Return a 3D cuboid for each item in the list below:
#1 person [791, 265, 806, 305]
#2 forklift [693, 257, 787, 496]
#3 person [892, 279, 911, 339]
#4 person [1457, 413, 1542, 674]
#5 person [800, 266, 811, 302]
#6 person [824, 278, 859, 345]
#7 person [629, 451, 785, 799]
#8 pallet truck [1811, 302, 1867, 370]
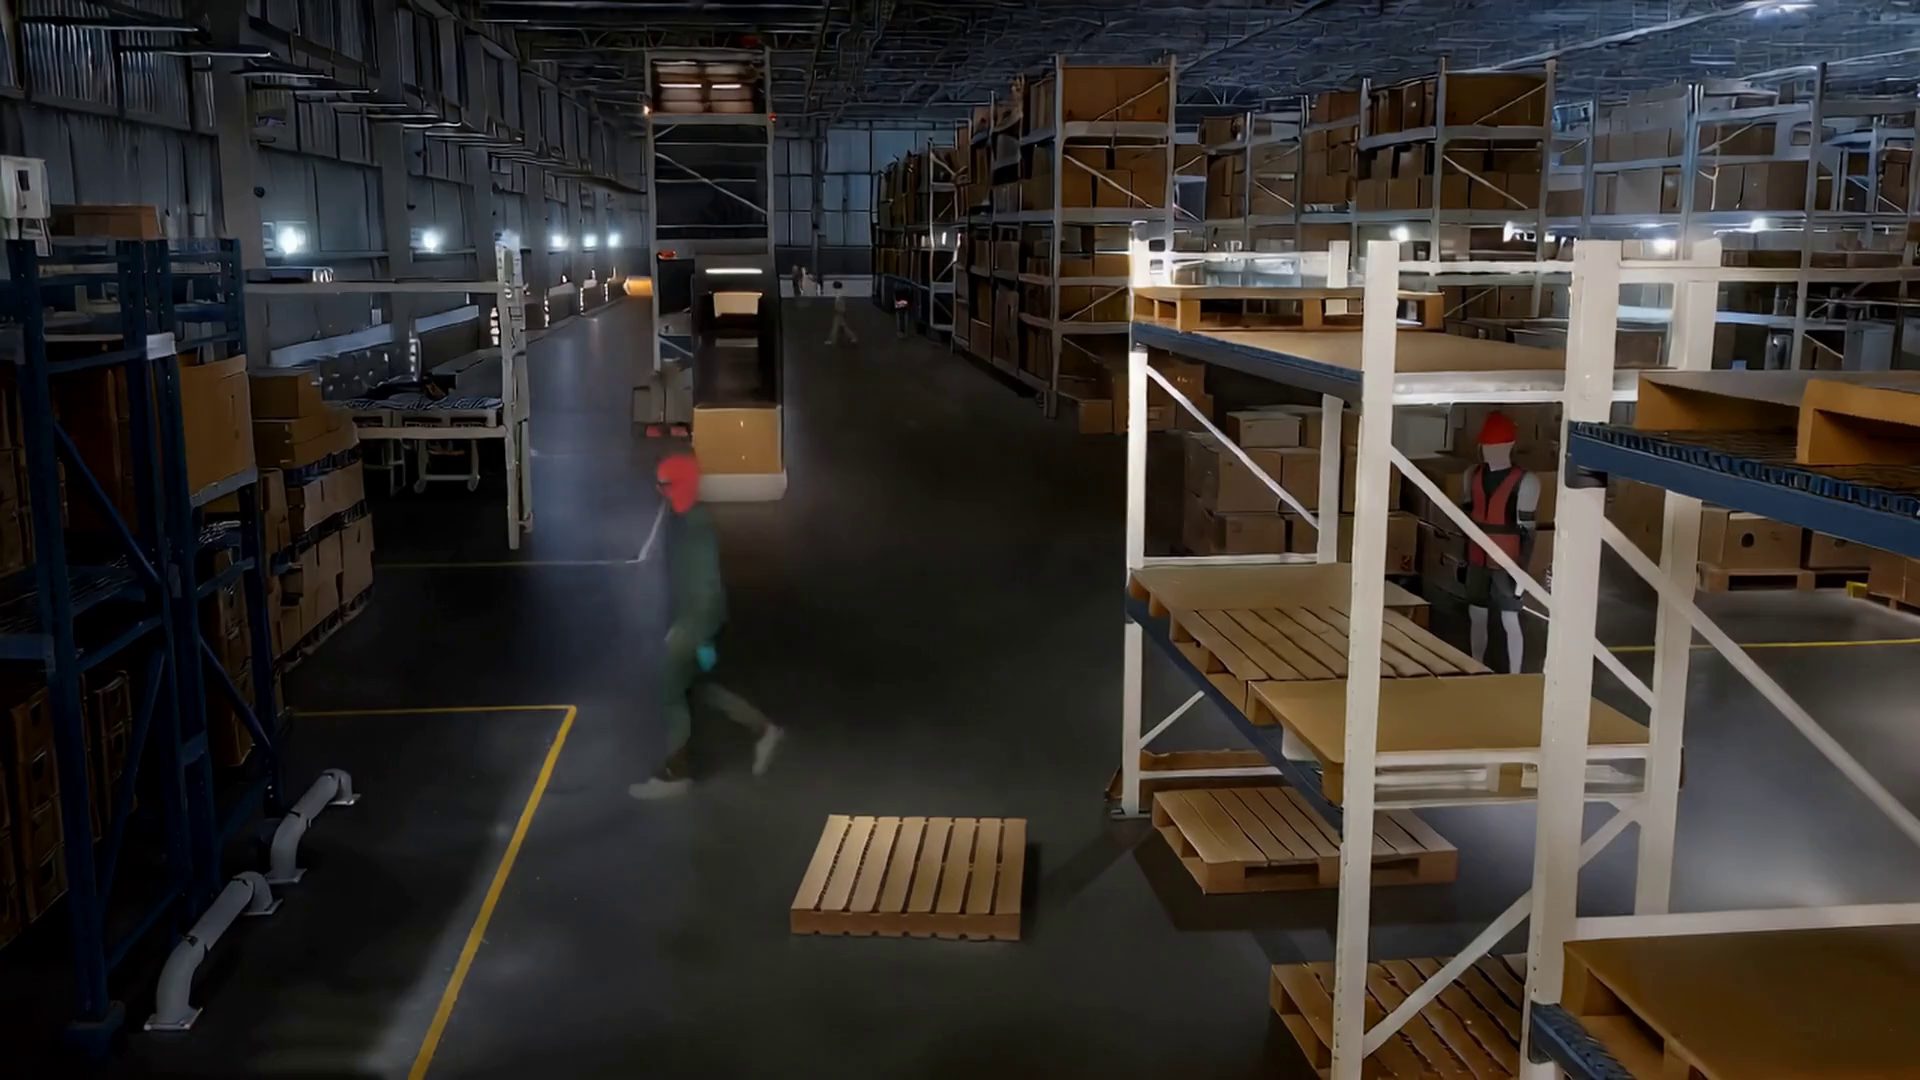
[{"bbox_3d":[-7.540,-11.821,77.261,0.777,1.864,0.664,1,10,8],"label":"person"},{"bbox_3d":[-2.687,-2.015,20.098,1.129,2.768,1.873,-1,10,-6],"label":"forklift"},{"bbox_3d":[-1.811,-7.122,51.303,0.601,1.828,0.457,-1,10,-7],"label":"person"},{"bbox_3d":[3.489,0.131,10.864,0.388,1.930,0.545,-9,13,-40],"label":"person"},{"bbox_3d":[-7.590,-12.536,81.547,0.486,1.740,0.567,-2,10,-8],"label":"person"},{"bbox_3d":[-3.438,-6.651,48.364,0.975,1.964,0.620,-1,10,-5],"label":"person"},{"bbox_3d":[-1.395,0.457,9.078,0.803,1.915,0.640,-2,11,-13],"label":"person"},{"bbox_3d":[15.846,-3.142,28.793,1.885,1.965,0.823,2,10,12],"label":"pallet truck"}]
